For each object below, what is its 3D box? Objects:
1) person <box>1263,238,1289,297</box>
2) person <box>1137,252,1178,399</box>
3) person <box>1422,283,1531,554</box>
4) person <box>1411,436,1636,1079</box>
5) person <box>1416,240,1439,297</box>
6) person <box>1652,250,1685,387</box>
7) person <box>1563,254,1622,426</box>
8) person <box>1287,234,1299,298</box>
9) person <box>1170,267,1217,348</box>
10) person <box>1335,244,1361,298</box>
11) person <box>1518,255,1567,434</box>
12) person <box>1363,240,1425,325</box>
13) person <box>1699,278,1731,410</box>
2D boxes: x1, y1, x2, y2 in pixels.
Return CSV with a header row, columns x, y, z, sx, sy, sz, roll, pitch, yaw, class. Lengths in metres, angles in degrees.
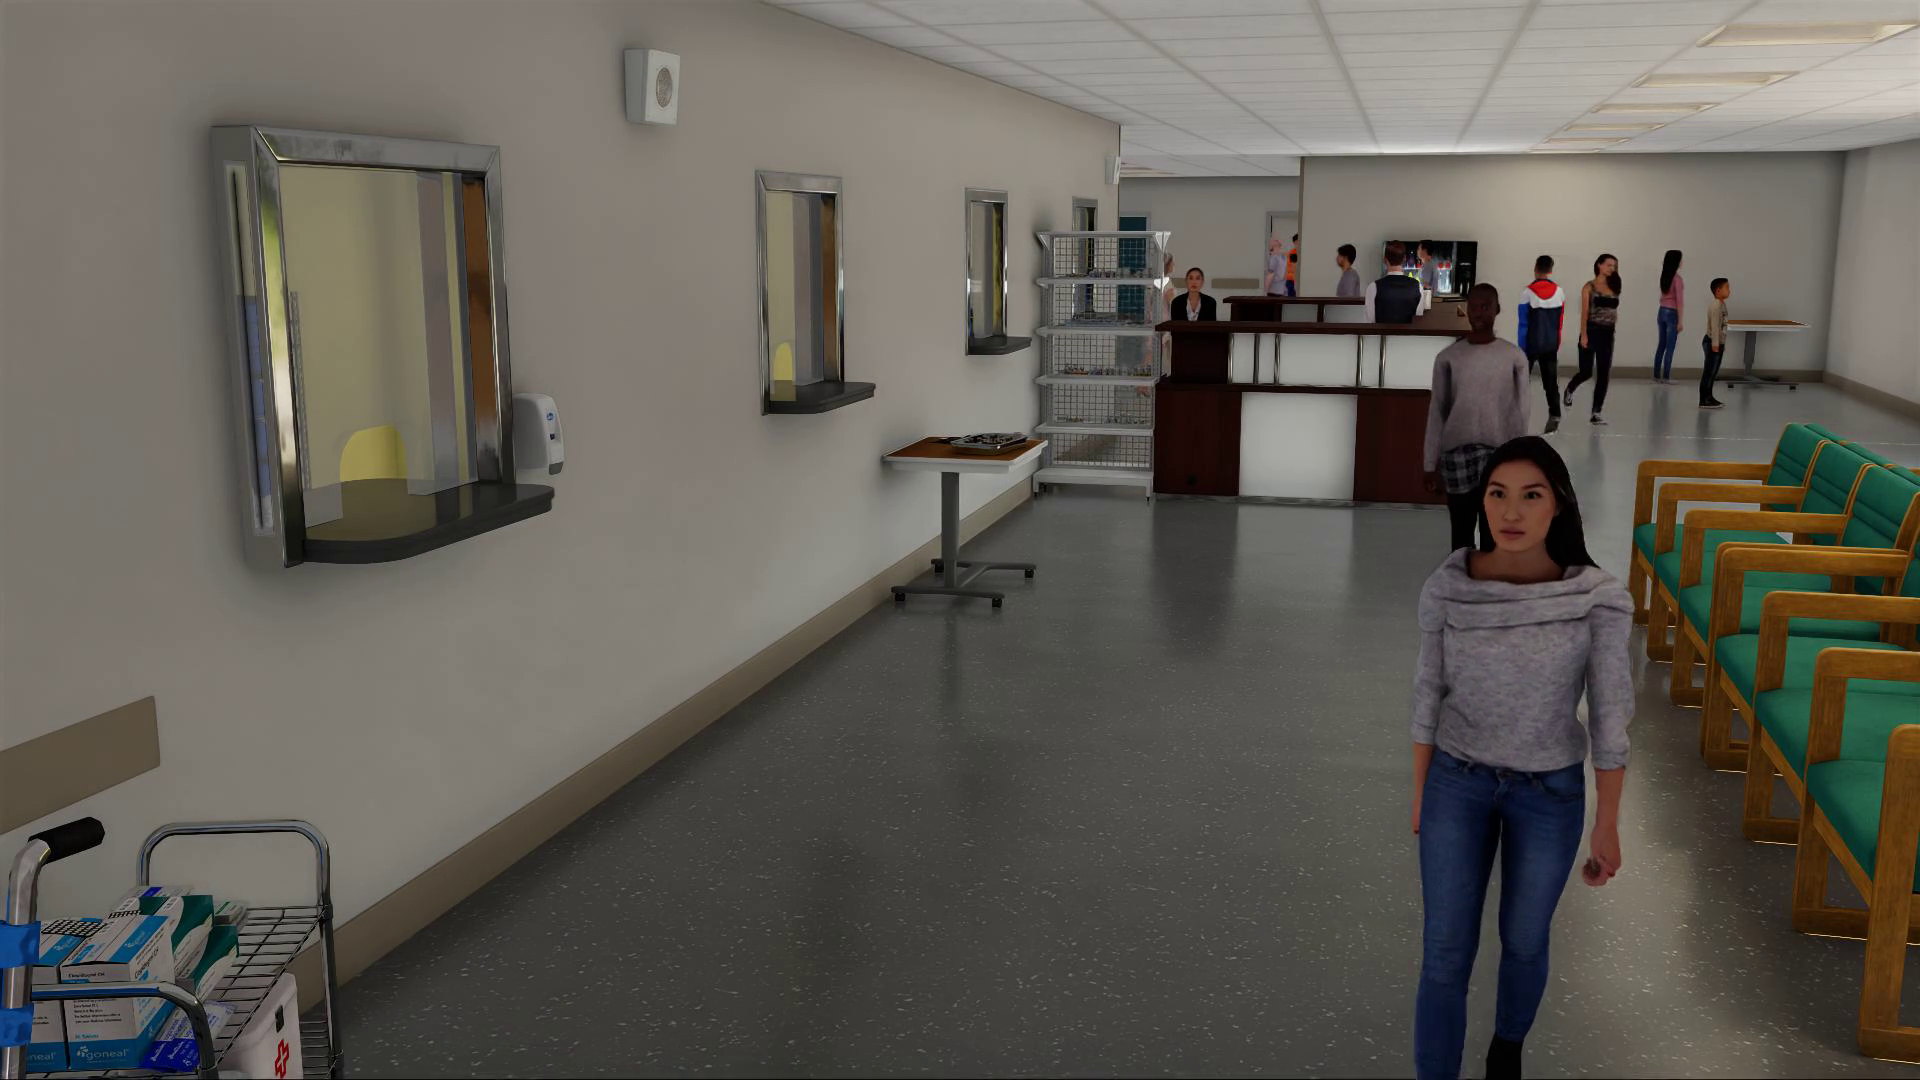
x,y,z,sx,sy,sz,roll,pitch,yaw,class
5.568,-4.342,28.987,0.753,1.829,0.784,8,13,36,person
2.291,-2.512,19.672,1.055,1.707,0.916,-3,11,-17,person
2.635,-0.409,8.448,0.776,1.759,0.757,4,11,20,person
1.231,0.571,3.711,0.900,1.600,0.768,4,12,22,person
6.167,-2.971,21.694,0.719,1.853,0.739,7,13,32,person
9.190,-2.887,21.551,0.626,1.742,0.646,-2,11,-9,person
6.542,-2.076,17.255,0.987,1.750,0.928,-2,11,-12,person
6.481,-4.989,32.254,0.600,1.881,0.656,3,11,14,person
2.222,-1.765,15.870,0.516,1.657,0.675,1,11,7,person
4.468,-2.425,18.894,1.010,1.826,0.759,1,11,6,person
5.726,-1.886,16.310,1.132,1.728,0.913,0,11,-1,person
3.587,-1.512,13.786,0.561,1.935,0.747,1,11,5,person
8.534,-2.226,18.820,0.616,1.461,0.603,8,14,37,person
